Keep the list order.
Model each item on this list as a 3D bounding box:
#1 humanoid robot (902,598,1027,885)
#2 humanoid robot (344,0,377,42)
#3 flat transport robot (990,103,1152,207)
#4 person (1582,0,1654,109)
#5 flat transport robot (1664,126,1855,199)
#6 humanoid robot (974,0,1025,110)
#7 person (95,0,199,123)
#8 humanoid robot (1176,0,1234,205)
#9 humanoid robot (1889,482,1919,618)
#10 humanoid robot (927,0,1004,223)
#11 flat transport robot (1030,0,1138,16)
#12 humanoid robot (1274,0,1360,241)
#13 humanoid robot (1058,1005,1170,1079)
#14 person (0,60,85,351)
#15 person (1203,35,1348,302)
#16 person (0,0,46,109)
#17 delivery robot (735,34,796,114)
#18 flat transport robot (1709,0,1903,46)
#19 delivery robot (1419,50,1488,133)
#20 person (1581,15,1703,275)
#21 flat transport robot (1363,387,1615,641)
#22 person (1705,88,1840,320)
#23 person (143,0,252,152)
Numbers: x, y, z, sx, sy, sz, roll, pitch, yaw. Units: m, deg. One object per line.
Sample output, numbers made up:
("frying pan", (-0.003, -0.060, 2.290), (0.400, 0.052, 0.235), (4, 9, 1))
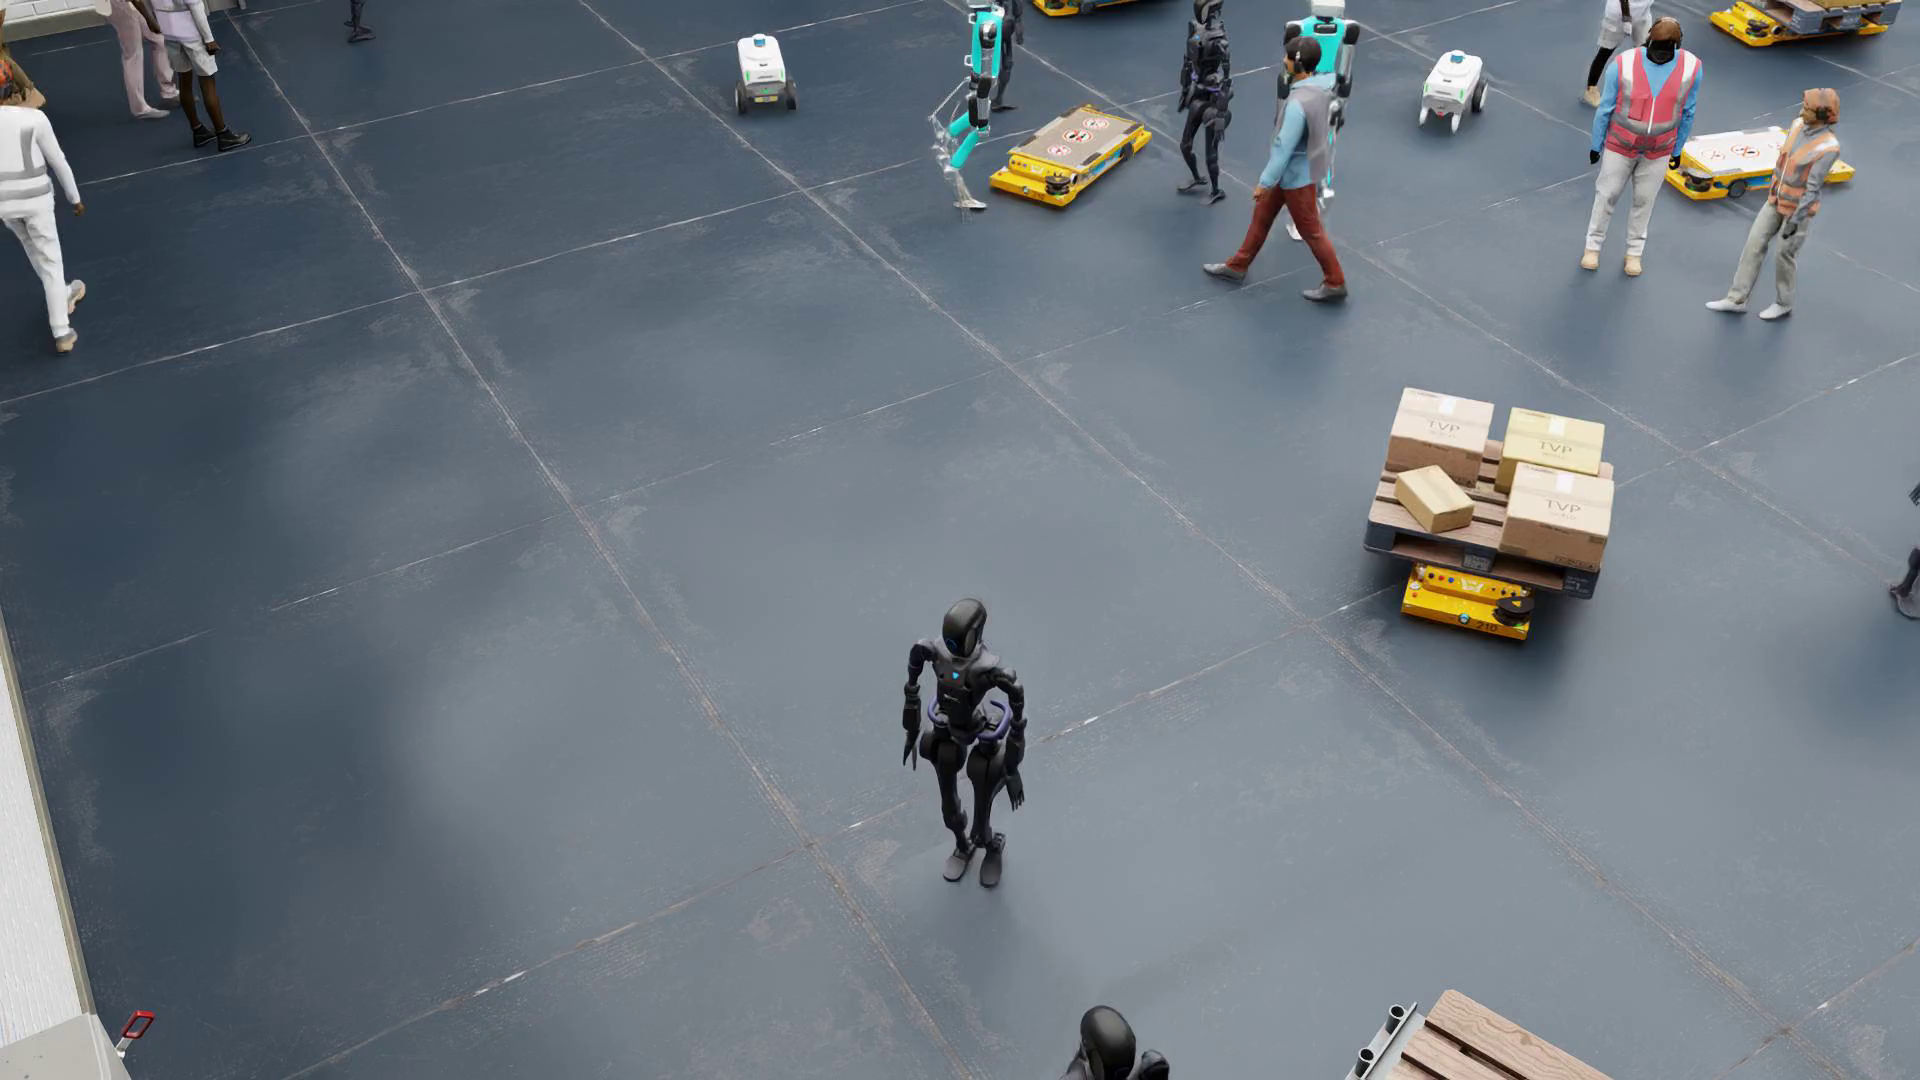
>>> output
("humanoid robot", (0.023, 0.861, 7.072), (0.586, 1.637, 0.347), (15, 41, 18))
("humanoid robot", (-5.483, -5.295, 14.836), (0.355, 1.645, 0.601), (-21, 43, -25))
("flat transport robot", (0.893, -3.061, 13.154), (0.659, 0.231, 1.431), (22, 44, 26))
("person", (5.531, -4.237, 13.506), (0.535, 1.664, 0.751), (-22, 43, -25))
("flat transport robot", (6.185, -2.957, 13.023), (1.431, 0.231, 0.659), (-9, 39, -12))
("humanoid robot", (0.298, -4.335, 13.630), (0.339, 1.661, 0.602), (-22, 44, -26))
("person", (-6.650, -4.307, 13.470), (0.691, 1.820, 0.595), (-18, 42, -21))
("humanoid robot", (1.845, -3.244, 12.259), (0.431, 1.646, 0.595), (-18, 42, -21))
("humanoid robot", (5.299, -0.343, 8.621), (0.589, 1.650, 0.611), (4, 39, 5))
("humanoid robot", (-0.004, -3.122, 12.107), (0.674, 1.869, 0.550), (1, 38, 1))
("flat transport robot", (1.368, -5.328, 16.014), (1.431, 0.231, 0.659), (-15, 41, -18))
("humanoid robot", (2.526, -2.868, 11.793), (0.545, 1.861, 0.673), (-3, 39, -4))
("humanoid robot", (0.395, 2.059, 5.570), (0.601, 1.632, 0.591), (-18, 42, -21))
("person", (-6.042, -2.194, 10.790), (0.598, 1.841, 0.920), (-5, 39, -7))
("person", (2.247, -2.468, 11.156), (1.021, 1.823, 0.530), (9, 39, 11))
("person", (-7.940, -4.329, 13.553), (0.457, 1.759, 0.567), (-24, 44, -27))
("delivery robot", (-1.671, -3.950, 14.061), (0.499, 0.614, 0.804), (-7, 39, -9))
("flat transport robot", (7.776, -4.836, 15.394), (1.431, 0.231, 0.659), (-9, 39, -11))
("delivery robot", (4.078, -3.770, 13.796), (0.499, 0.566, 0.739), (17, 41, 20))
("person", (4.664, -2.715, 11.464), (0.637, 1.830, 0.429), (8, 39, 10))
("flat transport robot", (2.920, -0.013, 9.308), (0.659, 0.231, 1.431), (13, 40, 16))
("person", (5.459, -2.190, 10.969), (0.541, 1.617, 0.555), (-5, 39, -7))
("person", (-6.049, -3.986, 12.978), (0.541, 1.940, 0.352), (15, 41, 18))
